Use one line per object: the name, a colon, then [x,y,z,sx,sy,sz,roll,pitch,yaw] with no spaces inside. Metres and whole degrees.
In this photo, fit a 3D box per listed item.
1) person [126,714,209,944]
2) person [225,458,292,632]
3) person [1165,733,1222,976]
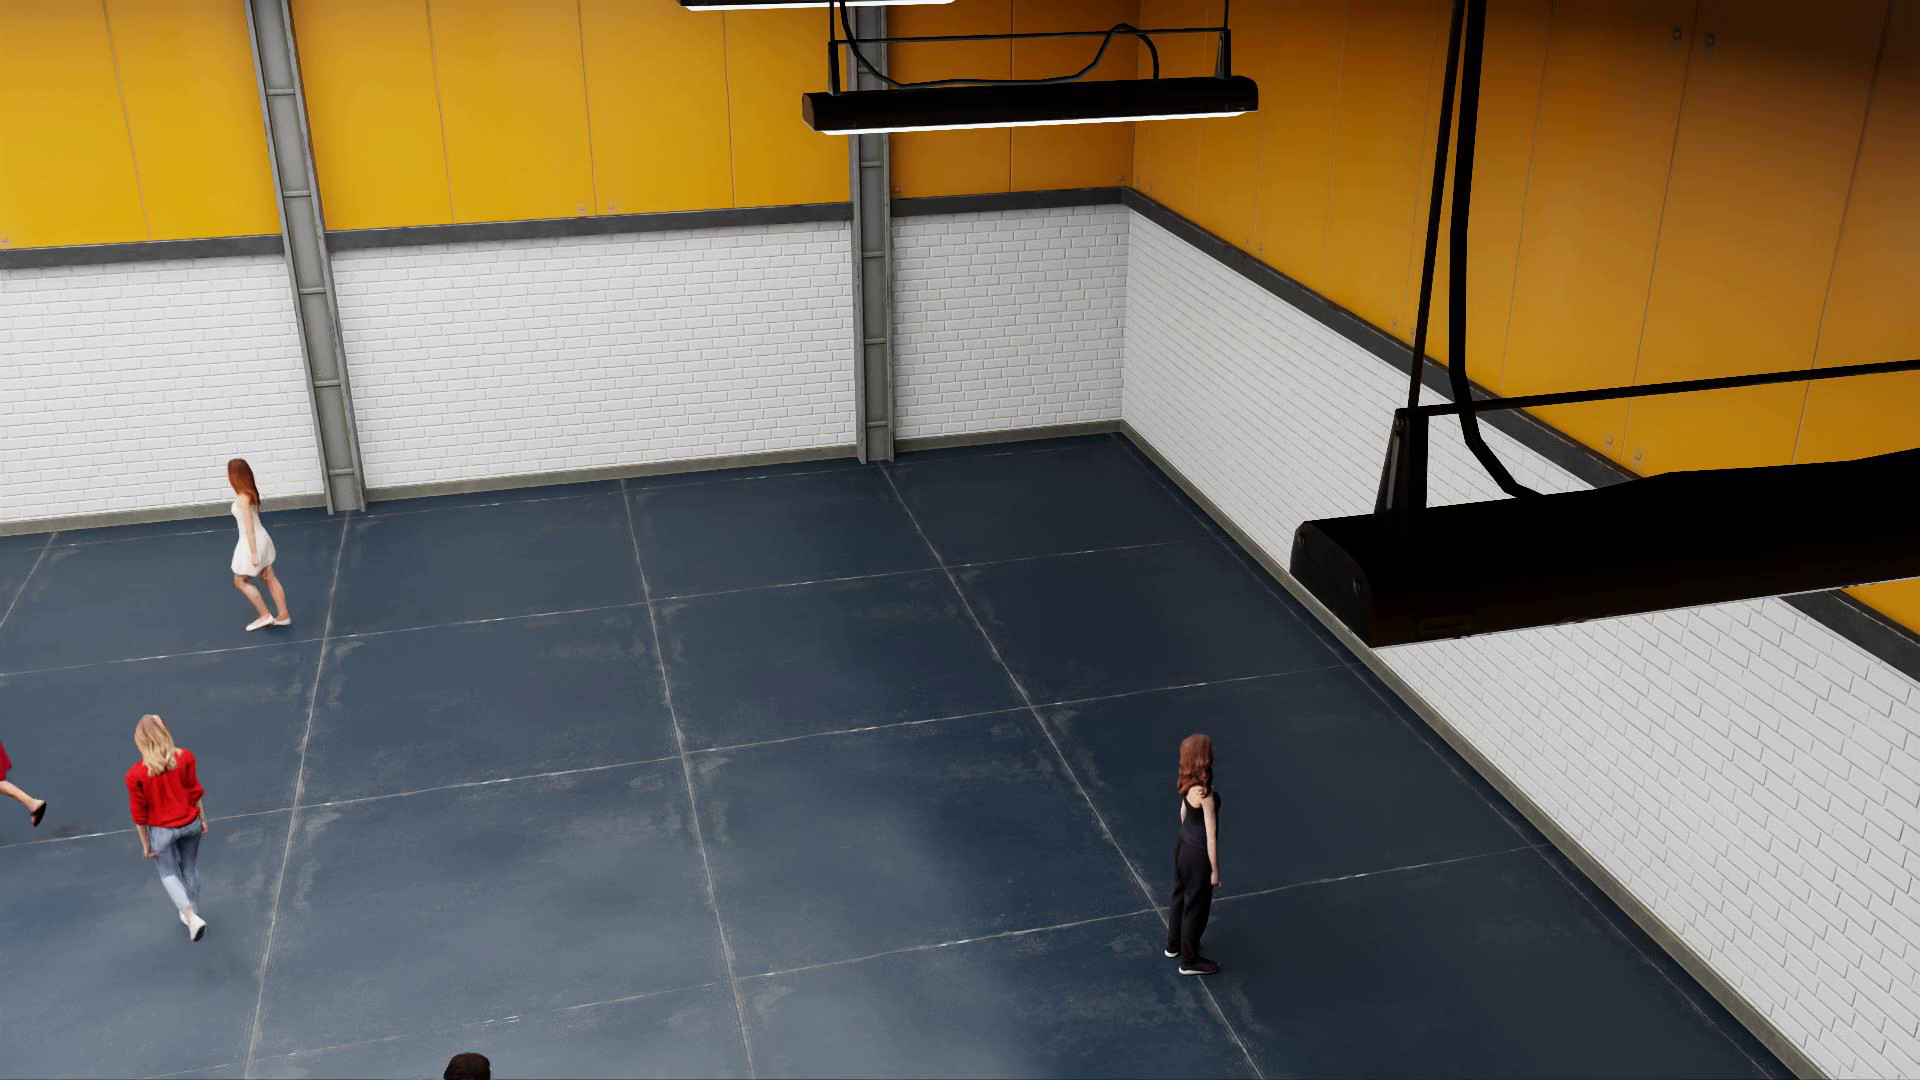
person: [-5.216,1.958,11.082,0.917,1.690,0.898,-19,30,-37]
person: [-6.456,0.046,15.444,0.625,1.699,0.592,-5,24,-11]
person: [1.521,2.030,10.846,0.533,1.746,0.580,-8,25,-17]
